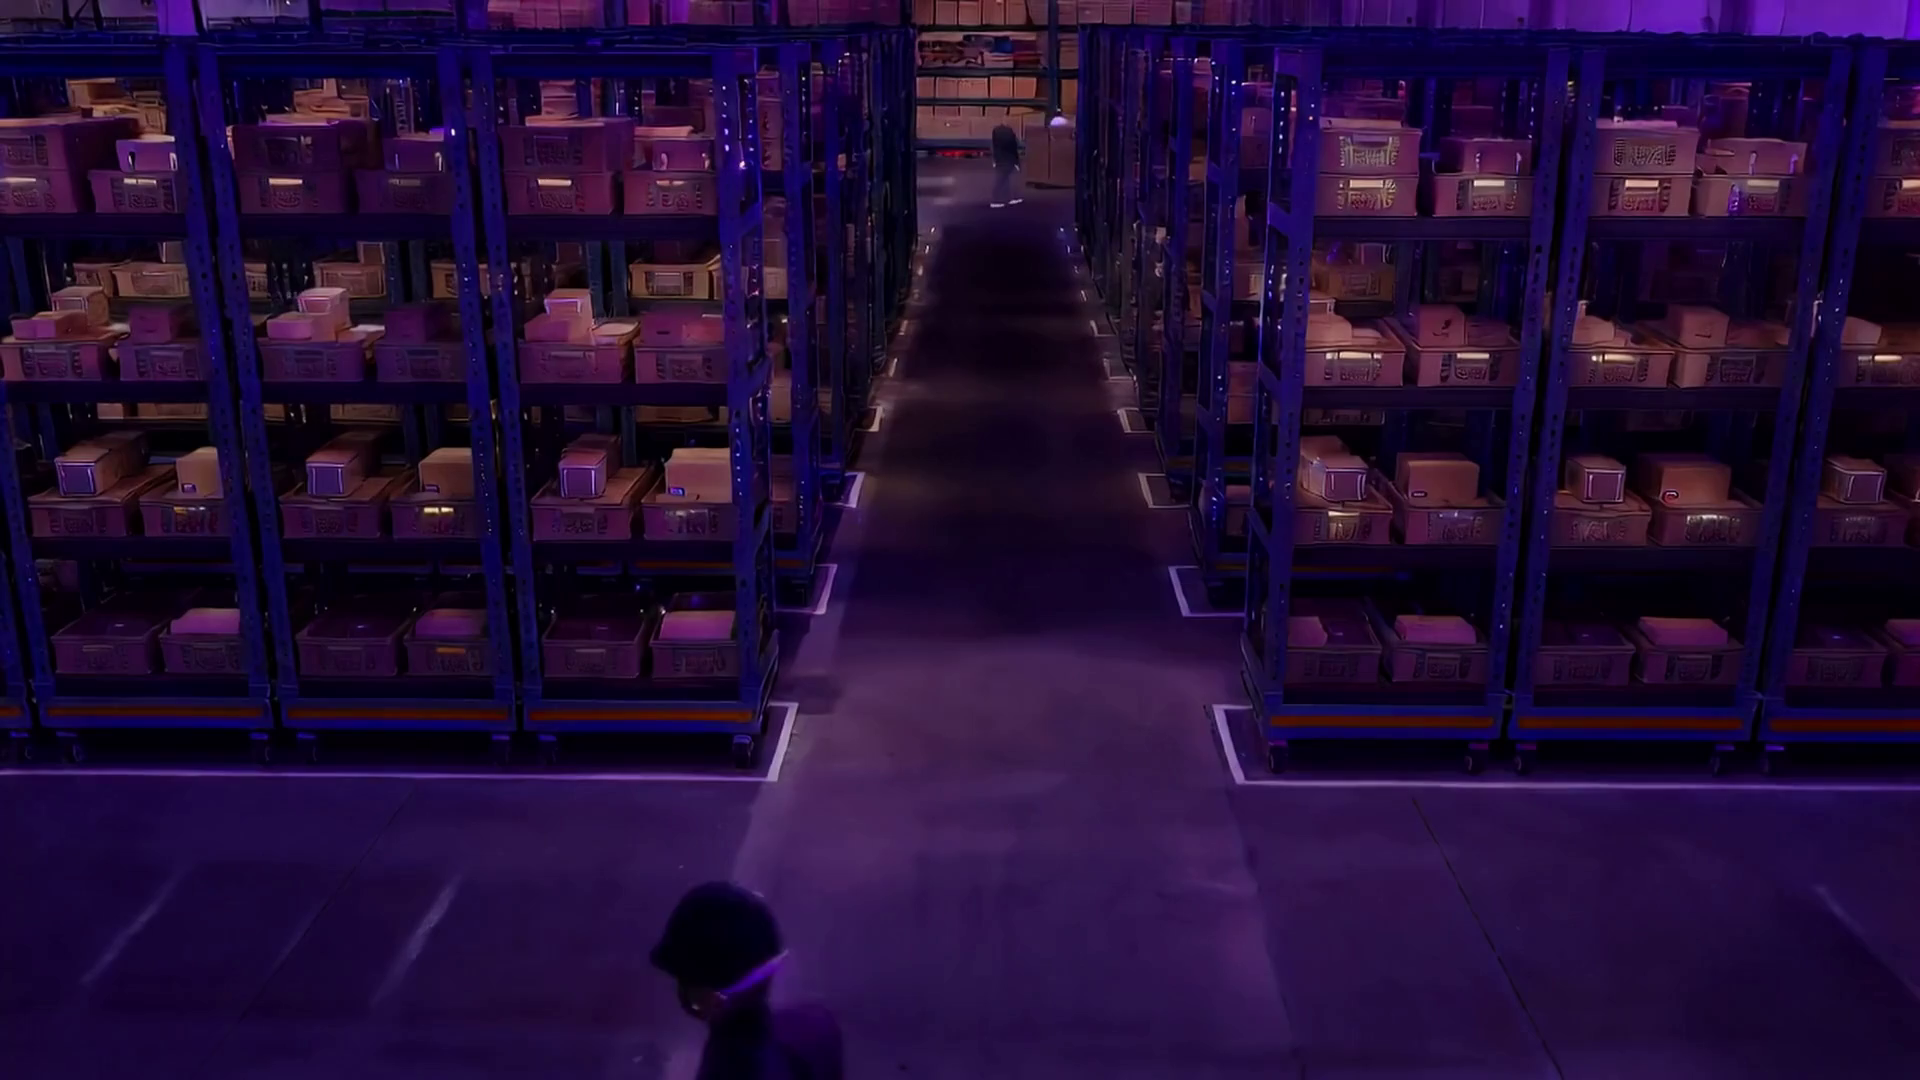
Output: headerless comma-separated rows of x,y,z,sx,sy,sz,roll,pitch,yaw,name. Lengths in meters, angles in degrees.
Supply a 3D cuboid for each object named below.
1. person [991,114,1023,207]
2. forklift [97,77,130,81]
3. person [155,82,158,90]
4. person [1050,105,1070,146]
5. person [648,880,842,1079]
0.976,-7.795,34.184,1.012,1.851,0.664,-13,22,-36,person
-25.144,-13.168,49.606,1.873,2.768,1.129,14,22,38,forklift
-24.469,-13.058,50.943,0.677,1.853,0.985,9,20,27,person
2.403,-9.684,40.390,0.570,1.733,0.718,16,23,41,person
-0.571,1.669,3.837,0.970,1.949,0.646,10,20,28,person
